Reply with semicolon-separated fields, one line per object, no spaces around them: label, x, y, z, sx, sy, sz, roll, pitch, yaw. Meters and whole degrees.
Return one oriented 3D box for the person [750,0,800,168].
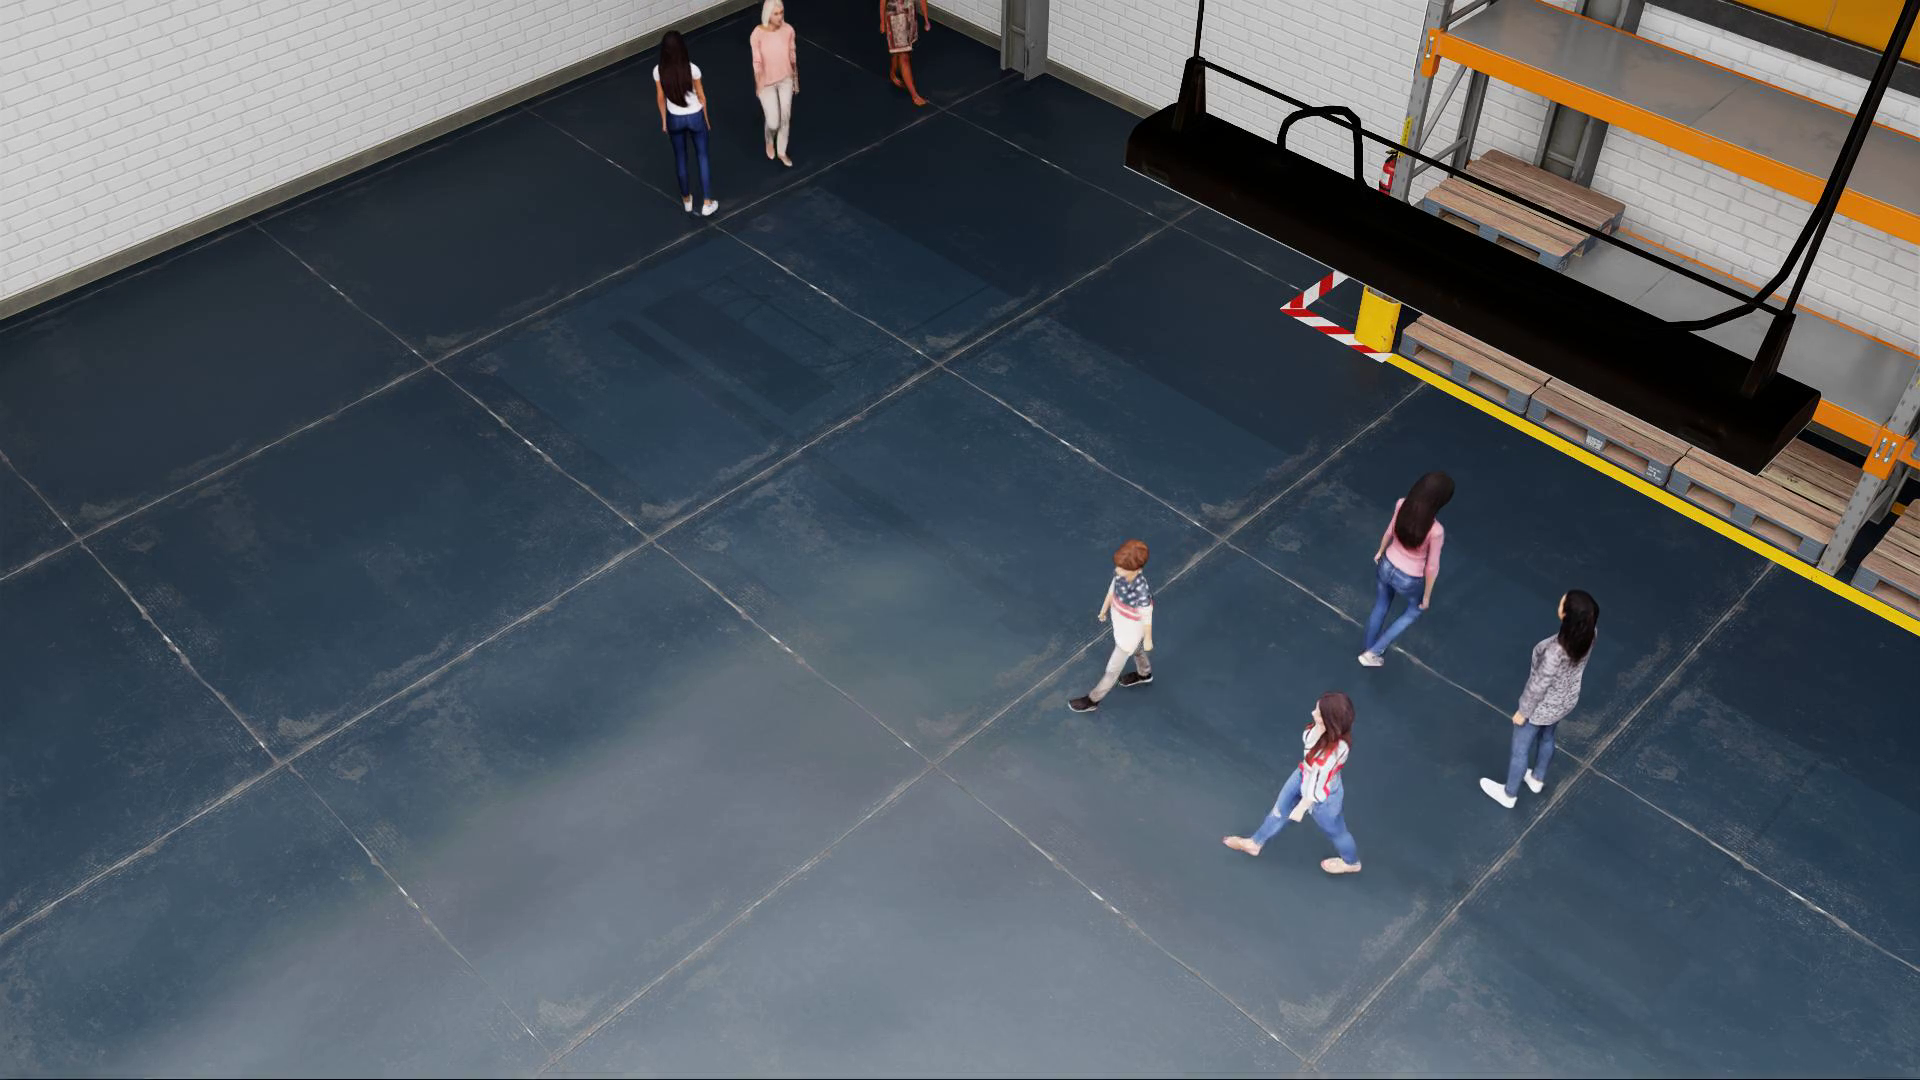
person;-1.769;-4.340;15.640;0.680;1.715;0.718;-22;48;-21

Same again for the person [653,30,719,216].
person;-2.465;-3.740;14.966;0.713;1.775;0.775;1;44;1

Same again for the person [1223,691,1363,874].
person;2.173;1.461;9.660;1.143;1.563;1.035;4;44;4

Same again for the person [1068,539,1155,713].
person;1.155;0.517;10.765;0.834;1.406;0.924;-15;46;-15

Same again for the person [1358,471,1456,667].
person;2.855;0.246;10.811;0.585;1.736;0.725;34;53;30

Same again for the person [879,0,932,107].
person;-0.628;-5.241;16.664;0.732;1.606;1.089;-26;49;-25

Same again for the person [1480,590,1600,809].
person;3.562;0.967;10.058;0.650;1.731;0.577;-26;50;-25
